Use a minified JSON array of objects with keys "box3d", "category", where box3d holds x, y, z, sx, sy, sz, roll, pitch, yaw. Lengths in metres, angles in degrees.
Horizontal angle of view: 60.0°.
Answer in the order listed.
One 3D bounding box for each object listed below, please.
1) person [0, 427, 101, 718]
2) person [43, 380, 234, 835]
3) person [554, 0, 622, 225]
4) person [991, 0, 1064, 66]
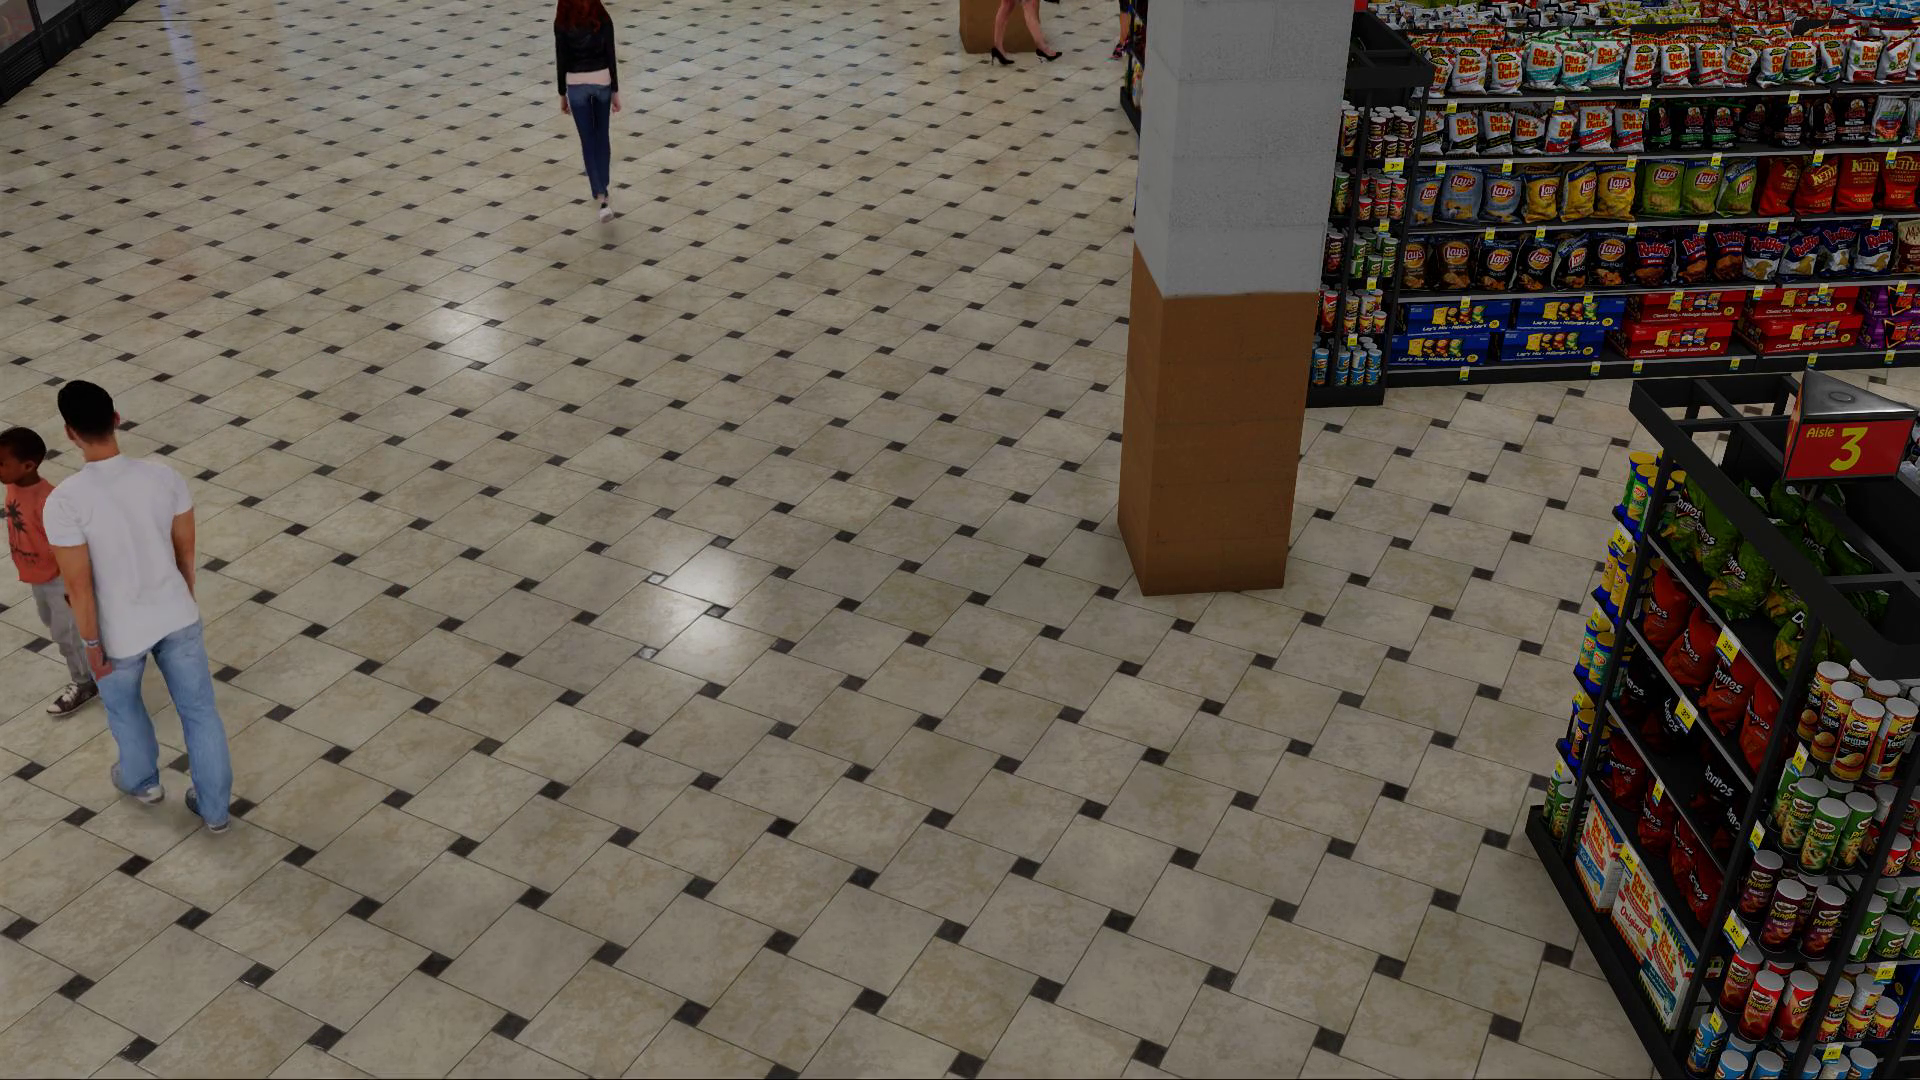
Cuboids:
[{"box3d":[-3.811,0.102,7.084,0.762,1.297,0.822,23,39,32],"category":"person"},{"box3d":[-3.008,0.339,6.202,1.013,1.828,0.972,28,41,37],"category":"person"},{"box3d":[-2.618,-3.110,11.820,1.189,1.746,0.838,-10,33,-15],"category":"person"},{"box3d":[0.430,-5.184,15.180,0.905,1.720,0.674,-5,32,-8],"category":"person"}]
